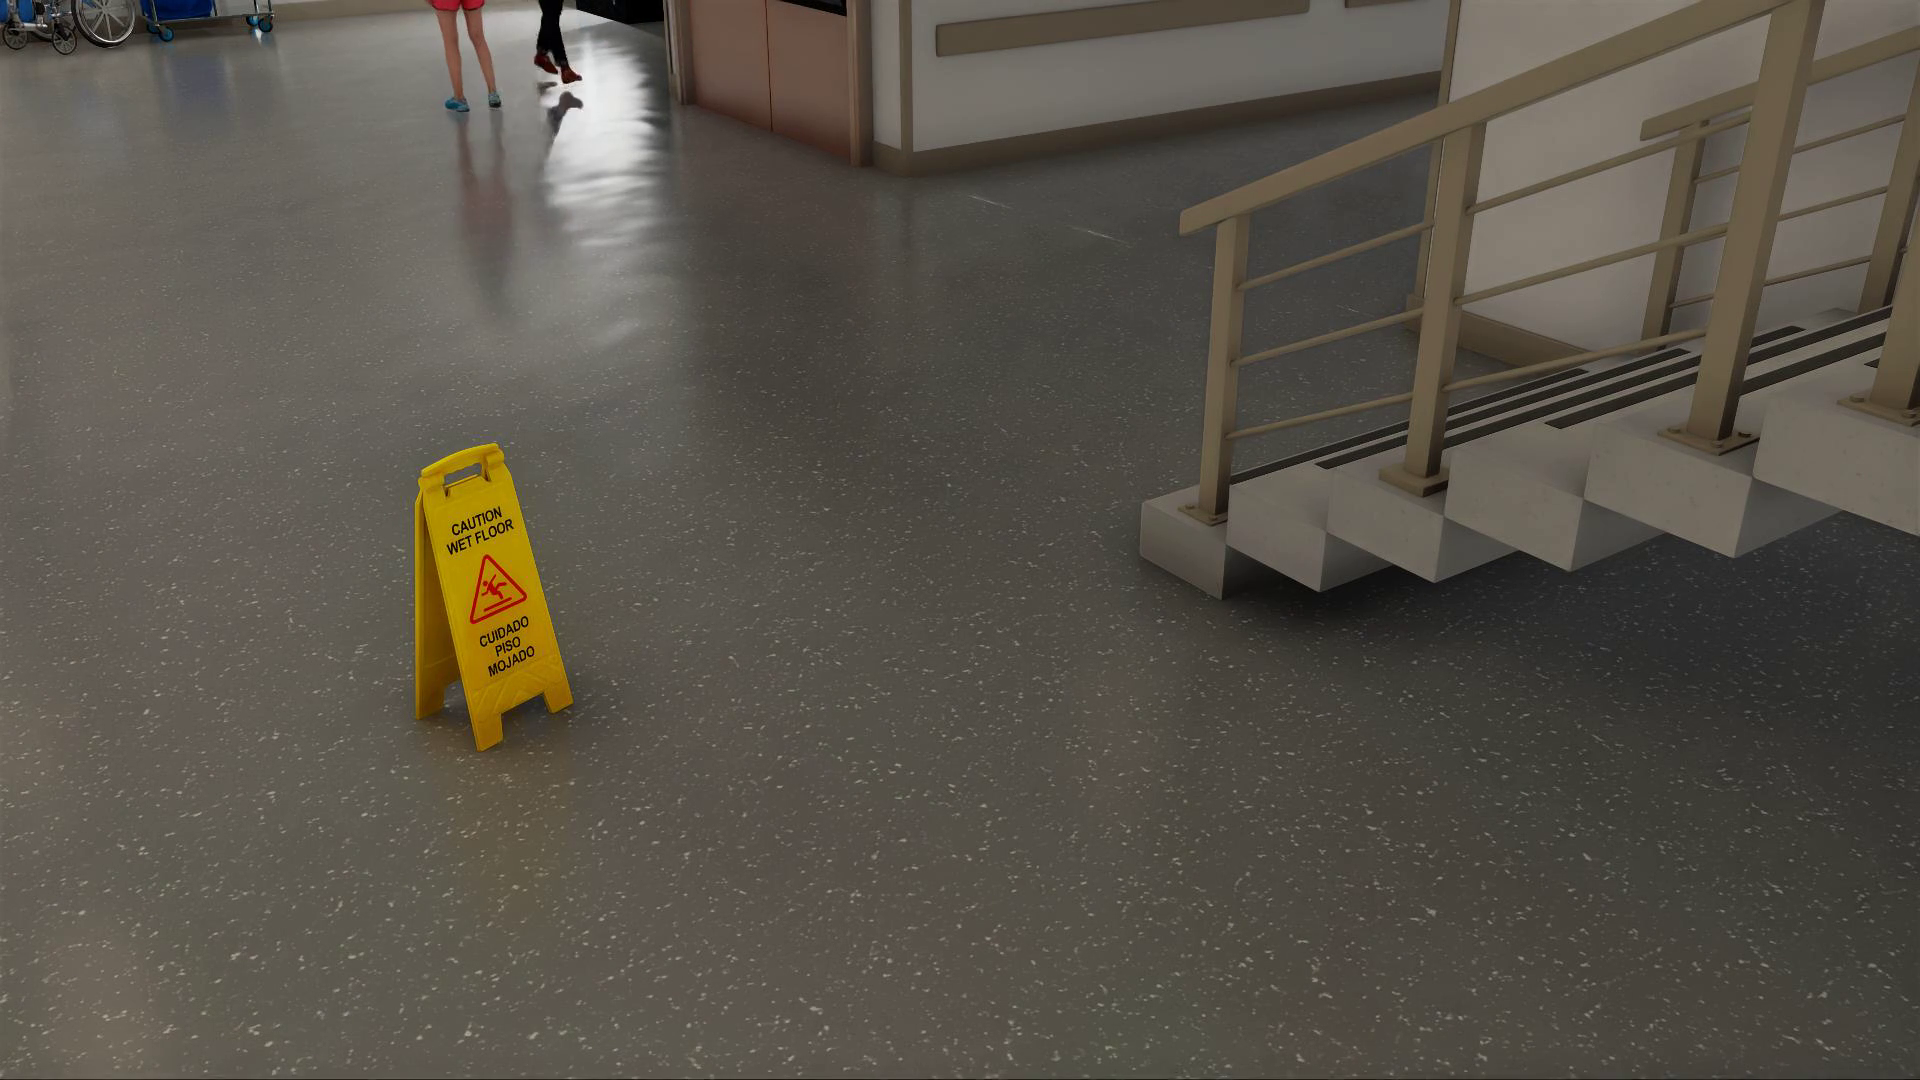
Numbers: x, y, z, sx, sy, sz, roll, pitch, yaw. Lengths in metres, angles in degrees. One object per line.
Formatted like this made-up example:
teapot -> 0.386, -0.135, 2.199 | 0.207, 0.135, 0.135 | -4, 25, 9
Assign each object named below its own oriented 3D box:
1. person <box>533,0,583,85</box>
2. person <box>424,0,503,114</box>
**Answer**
person -> -3.239, -4.471, 12.902 | 0.796, 1.781, 1.178 | -20, 32, -36
person -> -3.577, -3.950, 11.838 | 0.599, 1.766, 0.675 | -17, 31, -31
